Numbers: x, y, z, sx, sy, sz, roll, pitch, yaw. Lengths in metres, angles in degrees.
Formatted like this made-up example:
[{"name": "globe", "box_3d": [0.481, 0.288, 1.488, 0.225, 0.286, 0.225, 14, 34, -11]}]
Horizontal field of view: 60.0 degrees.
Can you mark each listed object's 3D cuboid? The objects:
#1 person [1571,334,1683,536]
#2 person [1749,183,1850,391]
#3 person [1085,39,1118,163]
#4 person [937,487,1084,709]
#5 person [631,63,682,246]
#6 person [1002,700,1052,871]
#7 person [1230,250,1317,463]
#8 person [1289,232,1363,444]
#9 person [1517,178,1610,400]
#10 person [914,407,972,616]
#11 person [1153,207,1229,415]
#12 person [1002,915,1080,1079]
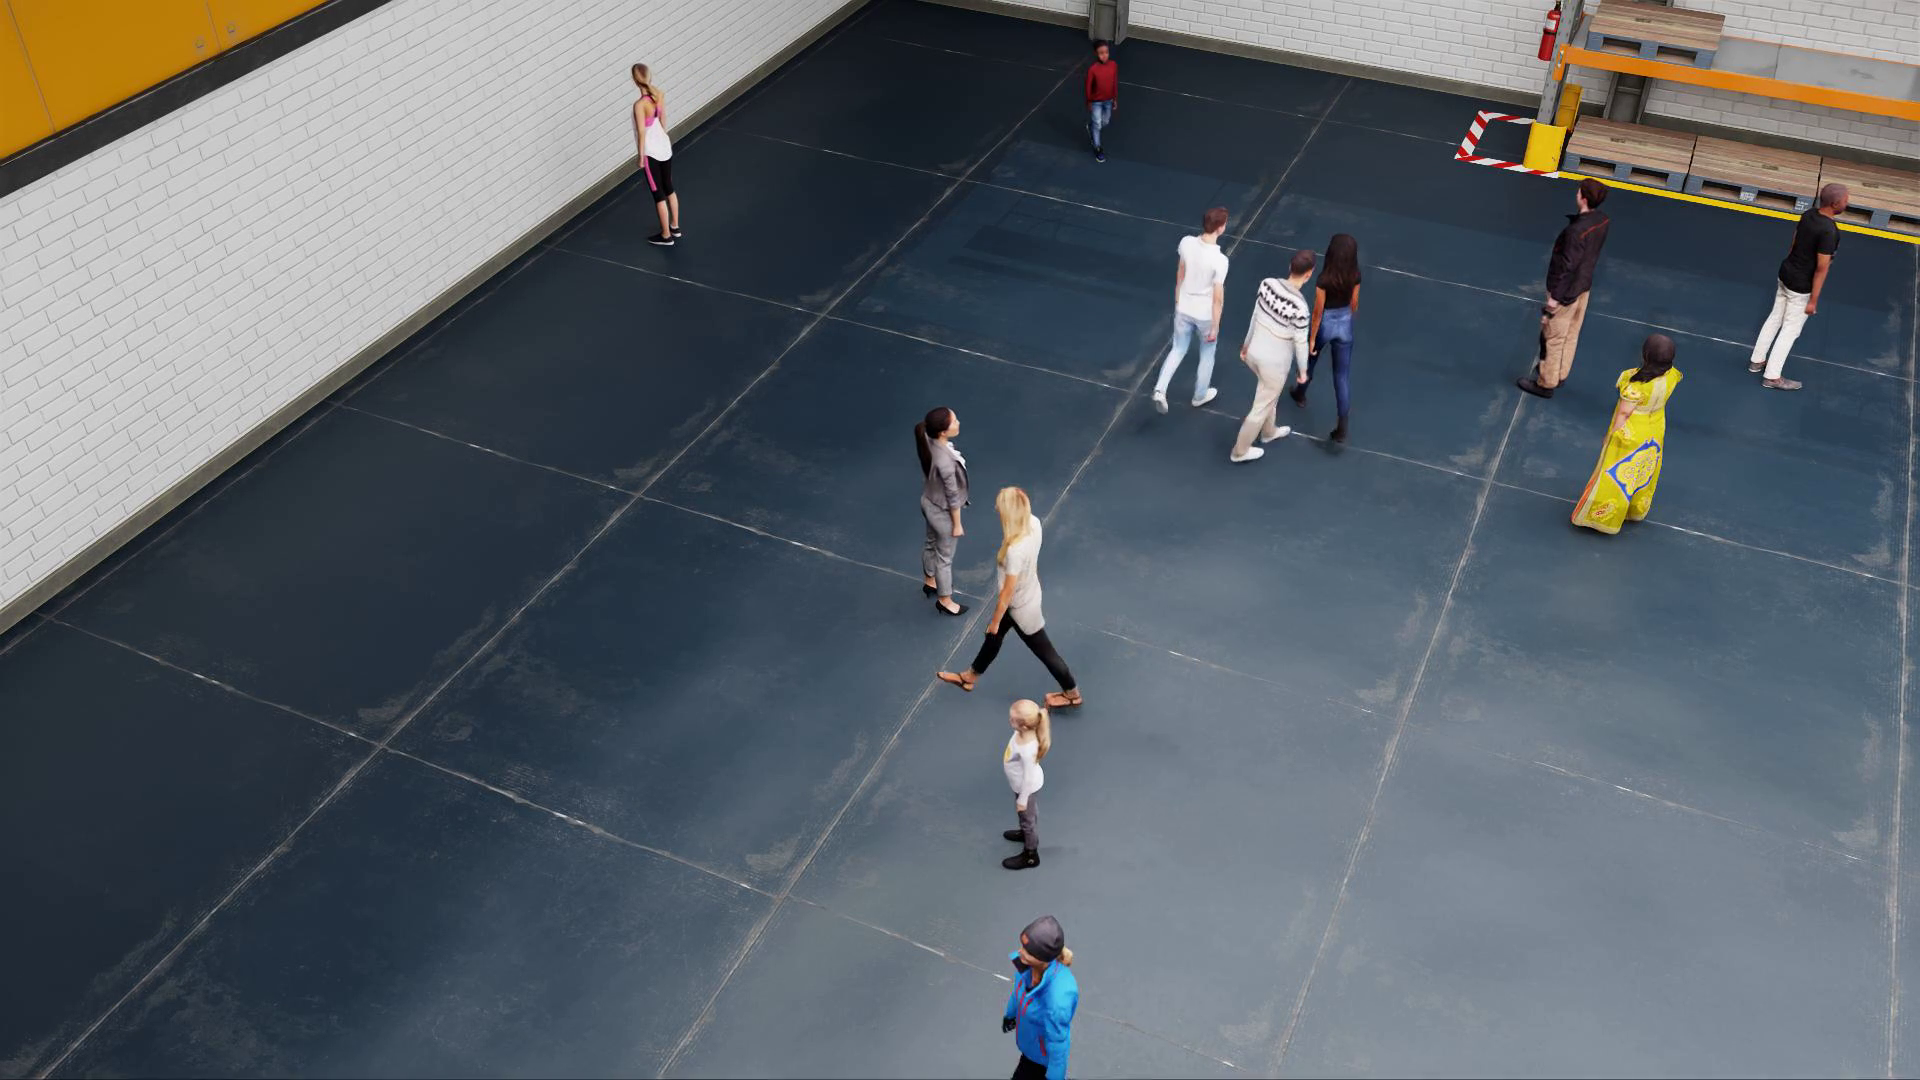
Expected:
[{"name": "person", "box_3d": [4.948, -0.791, 12.215, 0.999, 1.660, 1.030, -18, 42, -21]}, {"name": "person", "box_3d": [6.951, -2.120, 13.764, 0.749, 1.804, 0.744, -1, 39, -1]}, {"name": "person", "box_3d": [1.449, -4.635, 17.363, 0.771, 1.243, 0.857, -15, 41, -18]}, {"name": "person", "box_3d": [0.492, 0.445, 10.584, 1.281, 1.765, 0.851, 7, 39, 9]}, {"name": "person", "box_3d": [-2.858, -3.634, 15.674, 0.506, 1.786, 0.605, 17, 42, 21]}, {"name": "person", "box_3d": [0.394, 1.417, 9.757, 0.578, 1.278, 0.559, 2, 39, 3]}, {"name": "person", "box_3d": [2.318, -1.356, 12.798, 1.044, 1.816, 1.005, -20, 43, -23]}, {"name": "person", "box_3d": [2.980, -1.563, 13.155, 1.162, 1.695, 1.131, -8, 39, -10]}, {"name": "person", "box_3d": [4.972, -2.050, 13.581, 0.779, 1.924, 0.729, -31, 48, -33]}, {"name": "person", "box_3d": [-0.134, -0.203, 11.464, 0.789, 1.679, 0.721, -15, 41, -18]}, {"name": "person", "box_3d": [1.847, -1.784, 13.326, 0.893, 1.826, 1.041, -31, 48, -33]}, {"name": "person", "box_3d": [0.490, 2.428, 8.085, 0.762, 1.784, 0.729, -5, 39, -6]}]
